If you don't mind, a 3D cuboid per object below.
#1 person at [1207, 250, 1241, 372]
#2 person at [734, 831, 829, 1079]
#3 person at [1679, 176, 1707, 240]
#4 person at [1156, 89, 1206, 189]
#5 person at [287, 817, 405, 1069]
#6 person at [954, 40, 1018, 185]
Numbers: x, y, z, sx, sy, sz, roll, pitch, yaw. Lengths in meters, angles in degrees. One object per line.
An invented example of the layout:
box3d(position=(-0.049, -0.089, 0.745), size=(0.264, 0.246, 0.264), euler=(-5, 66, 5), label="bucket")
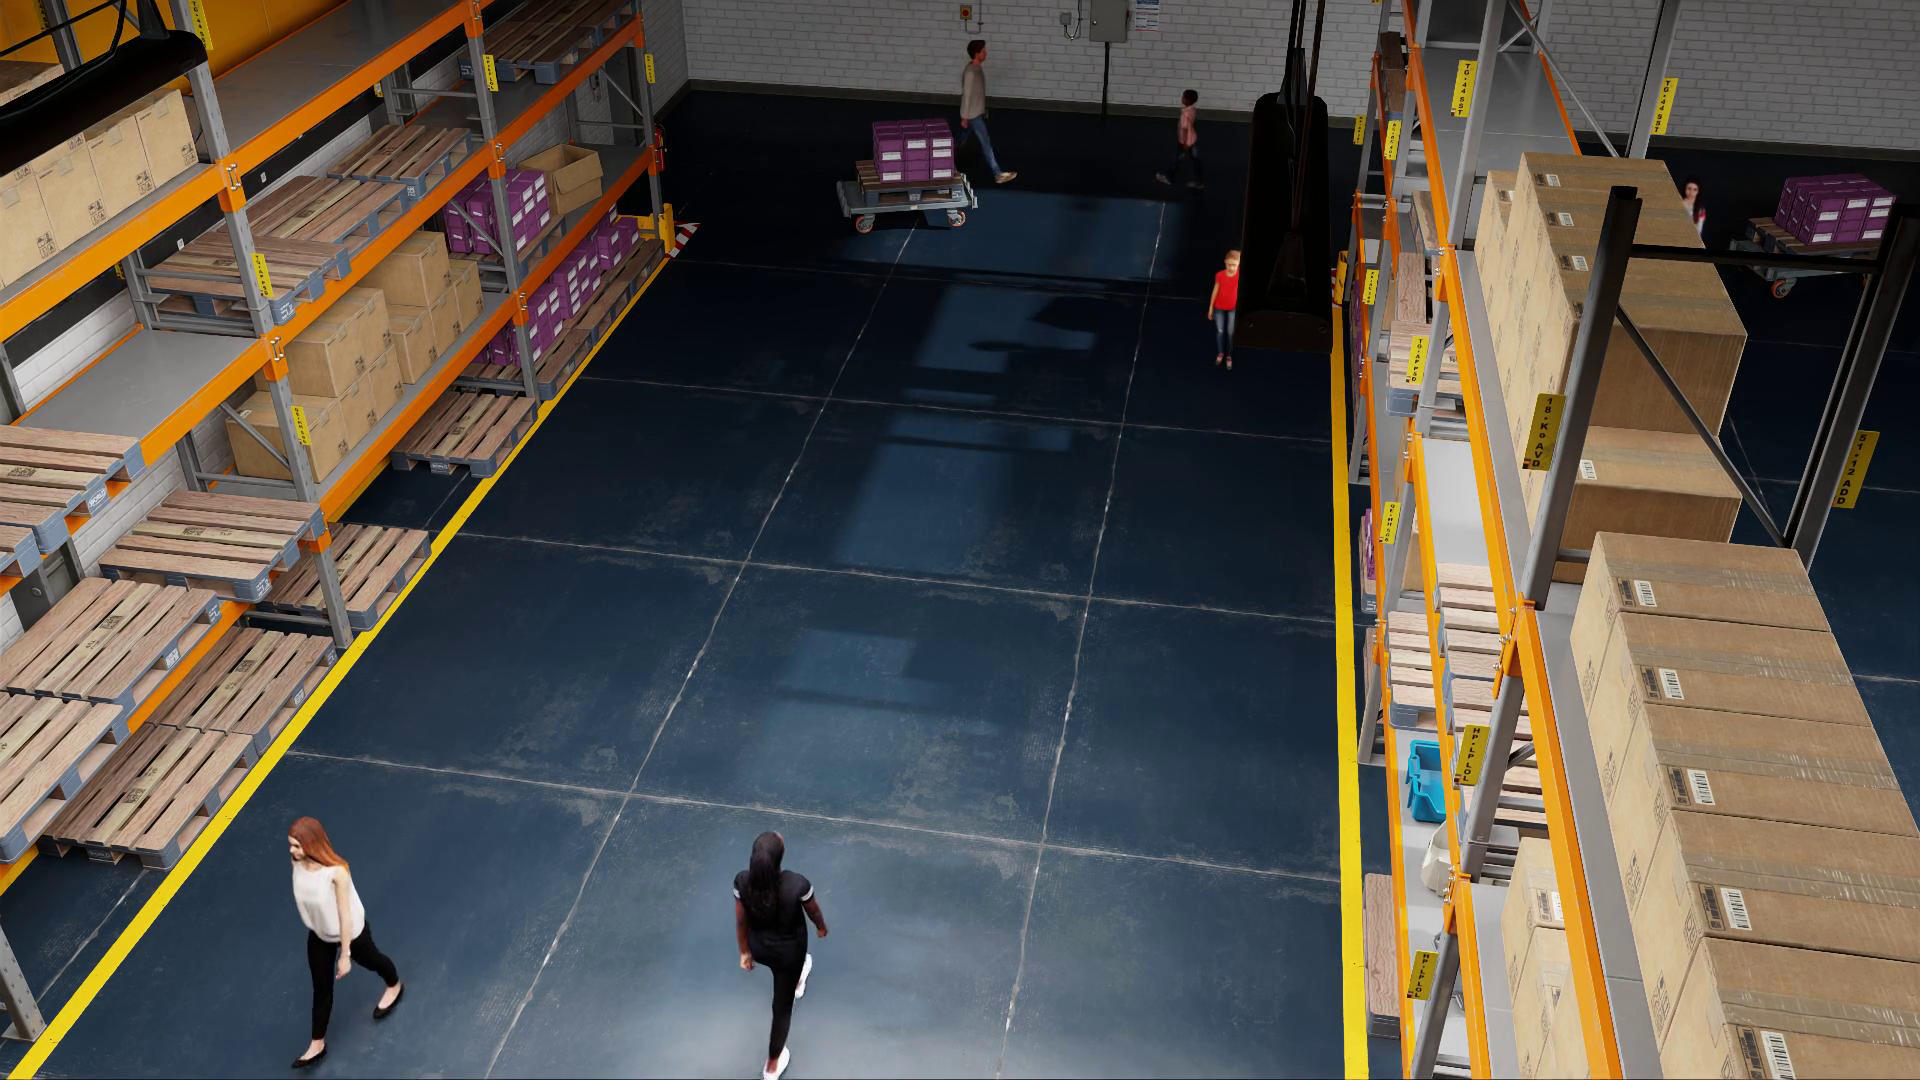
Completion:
box3d(position=(2.771, -2.428, 17.220), size=(0.526, 1.298, 0.562), euler=(12, 35, 17), label="person")
box3d(position=(-1.061, 2.423, 9.570), size=(0.678, 1.687, 1.147), euler=(8, 35, 12), label="person")
box3d(position=(7.797, -3.211, 18.117), size=(0.649, 1.610, 0.633), euler=(11, 35, 16), label="person")
box3d(position=(2.964, -5.092, 21.247), size=(0.790, 1.277, 0.885), euler=(21, 39, 29), label="person")
box3d(position=(-3.603, 2.258, 9.826), size=(0.716, 1.680, 1.092), euler=(12, 36, 18), label="person")
box3d(position=(0.070, -5.416, 21.218), size=(0.758, 1.848, 1.178), euler=(4, 34, 6), label="person")
